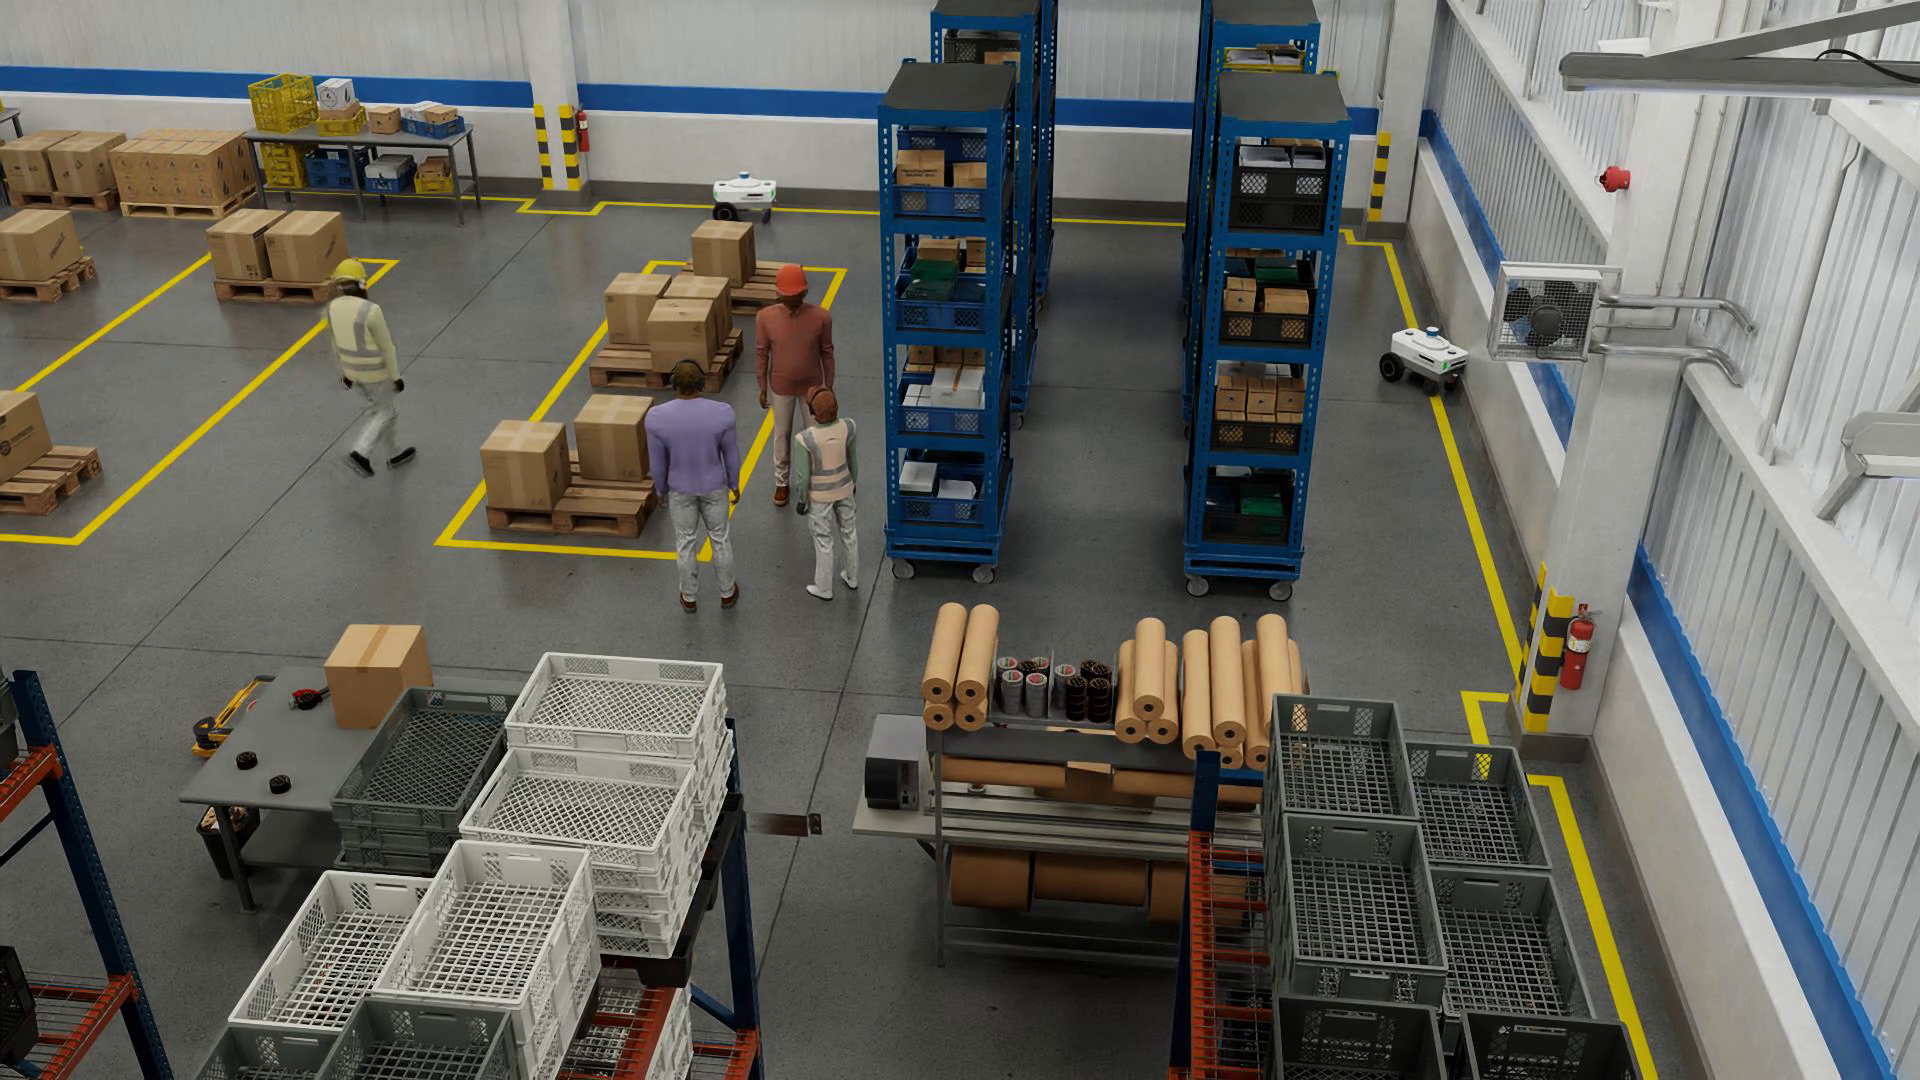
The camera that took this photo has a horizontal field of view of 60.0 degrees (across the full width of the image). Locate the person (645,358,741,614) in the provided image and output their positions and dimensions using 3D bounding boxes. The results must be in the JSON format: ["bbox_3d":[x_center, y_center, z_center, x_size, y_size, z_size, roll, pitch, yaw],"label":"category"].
[{"bbox_3d":[-1.839,-0.374,11.643,0.630,1.940,0.370,-5,31,-8],"label":"person"}]

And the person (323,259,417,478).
[{"bbox_3d":[-4.840,-1.352,13.471,0.649,1.784,0.631,17,34,27],"label":"person"}]

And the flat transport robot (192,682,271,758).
[{"bbox_3d":[-4.089,1.163,10.648,1.431,0.197,0.652,3,30,6],"label":"flat transport robot"}]

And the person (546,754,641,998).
[{"bbox_3d":[-1.830,1.646,8.324,0.788,1.799,0.681,-16,34,-25],"label":"person"}]

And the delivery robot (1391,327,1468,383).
[{"bbox_3d":[4.290,-1.707,15.208,0.477,0.478,0.707,-18,35,-28],"label":"delivery robot"}]

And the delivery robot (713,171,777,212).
[{"bbox_3d":[-2.468,-3.995,19.138,0.707,0.478,0.477,-1,30,-3],"label":"delivery robot"}]

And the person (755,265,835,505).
[{"bbox_3d":[-1.283,-1.215,13.032,0.622,1.993,0.381,-4,30,-6],"label":"person"}]

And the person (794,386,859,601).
[{"bbox_3d":[-0.941,-0.329,11.858,0.515,1.641,0.314,-20,36,-30],"label":"person"}]
